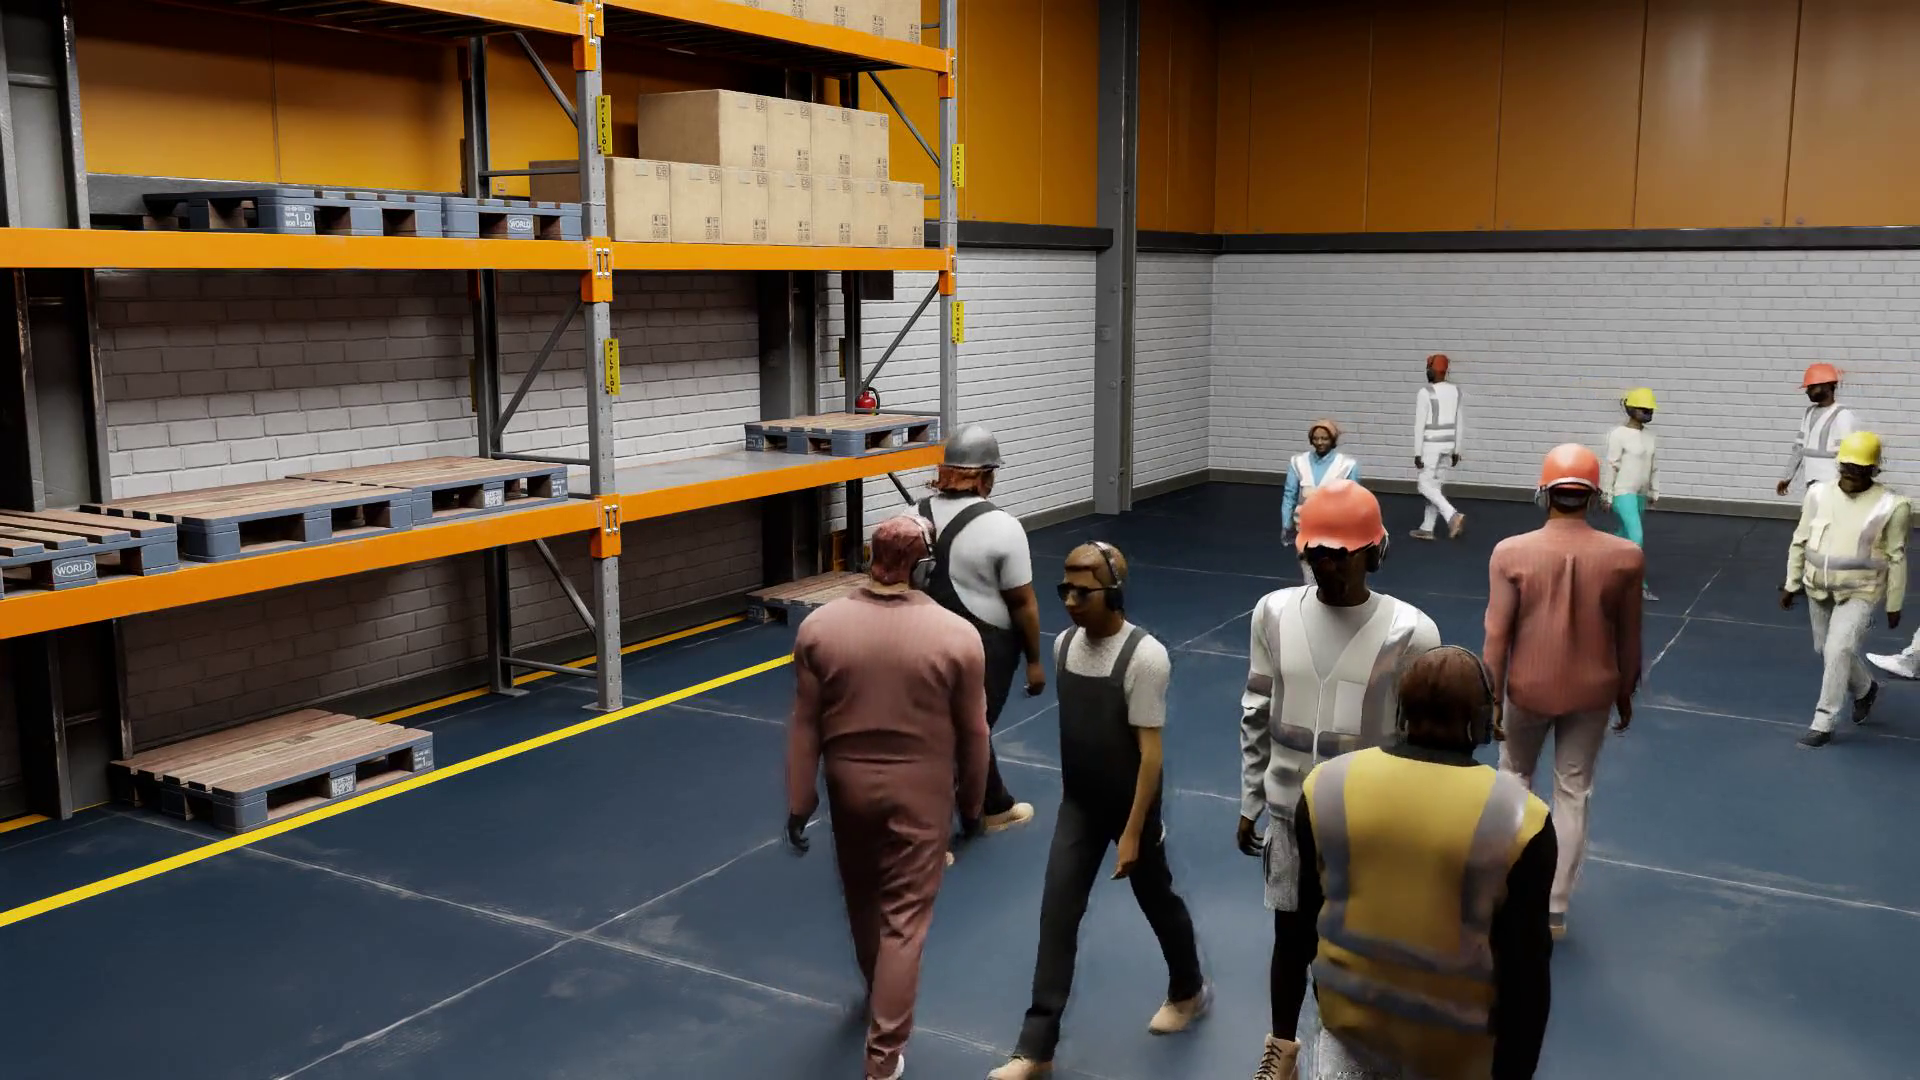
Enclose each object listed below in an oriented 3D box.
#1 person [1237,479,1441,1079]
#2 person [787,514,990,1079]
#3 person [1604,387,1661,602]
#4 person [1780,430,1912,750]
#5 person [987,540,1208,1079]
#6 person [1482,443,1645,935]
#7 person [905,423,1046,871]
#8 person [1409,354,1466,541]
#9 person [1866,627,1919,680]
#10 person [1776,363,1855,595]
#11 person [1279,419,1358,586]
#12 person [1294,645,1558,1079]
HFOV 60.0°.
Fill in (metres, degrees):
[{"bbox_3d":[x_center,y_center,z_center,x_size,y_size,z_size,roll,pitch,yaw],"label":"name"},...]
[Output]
[{"bbox_3d":[1.128,0.824,5.076,0.608,2.042,0.375,6,11,32],"label":"person"},{"bbox_3d":[-0.206,0.828,5.630,0.655,1.851,0.981,2,9,11],"label":"person"},{"bbox_3d":[5.472,-0.401,13.700,0.525,1.735,0.816,-5,10,-29],"label":"person"},{"bbox_3d":[5.044,0.257,9.406,0.835,1.798,0.612,-5,11,-30],"label":"person"},{"bbox_3d":[0.512,0.879,5.545,0.517,1.796,1.030,8,12,42],"label":"person"},{"bbox_3d":[2.414,0.596,6.692,0.630,1.974,0.449,2,9,12],"label":"person"},{"bbox_3d":[0.033,0.436,7.502,0.687,2.000,1.039,8,12,42],"label":"person"},{"bbox_3d":[4.727,-0.889,16.346,0.583,1.866,0.742,-5,10,-28],"label":"person"},{"bbox_3d":[6.476,0.016,10.655,1.005,1.871,0.608,6,11,32],"label":"person"},{"bbox_3d":[7.023,-0.498,13.751,0.733,1.907,0.552,0,9,0],"label":"person"},{"bbox_3d":[2.543,-0.048,11.841,0.519,1.618,0.563,5,10,29],"label":"person"},{"bbox_3d":[1.091,1.129,3.958,0.646,1.779,0.976,6,11,32],"label":"person"}]
